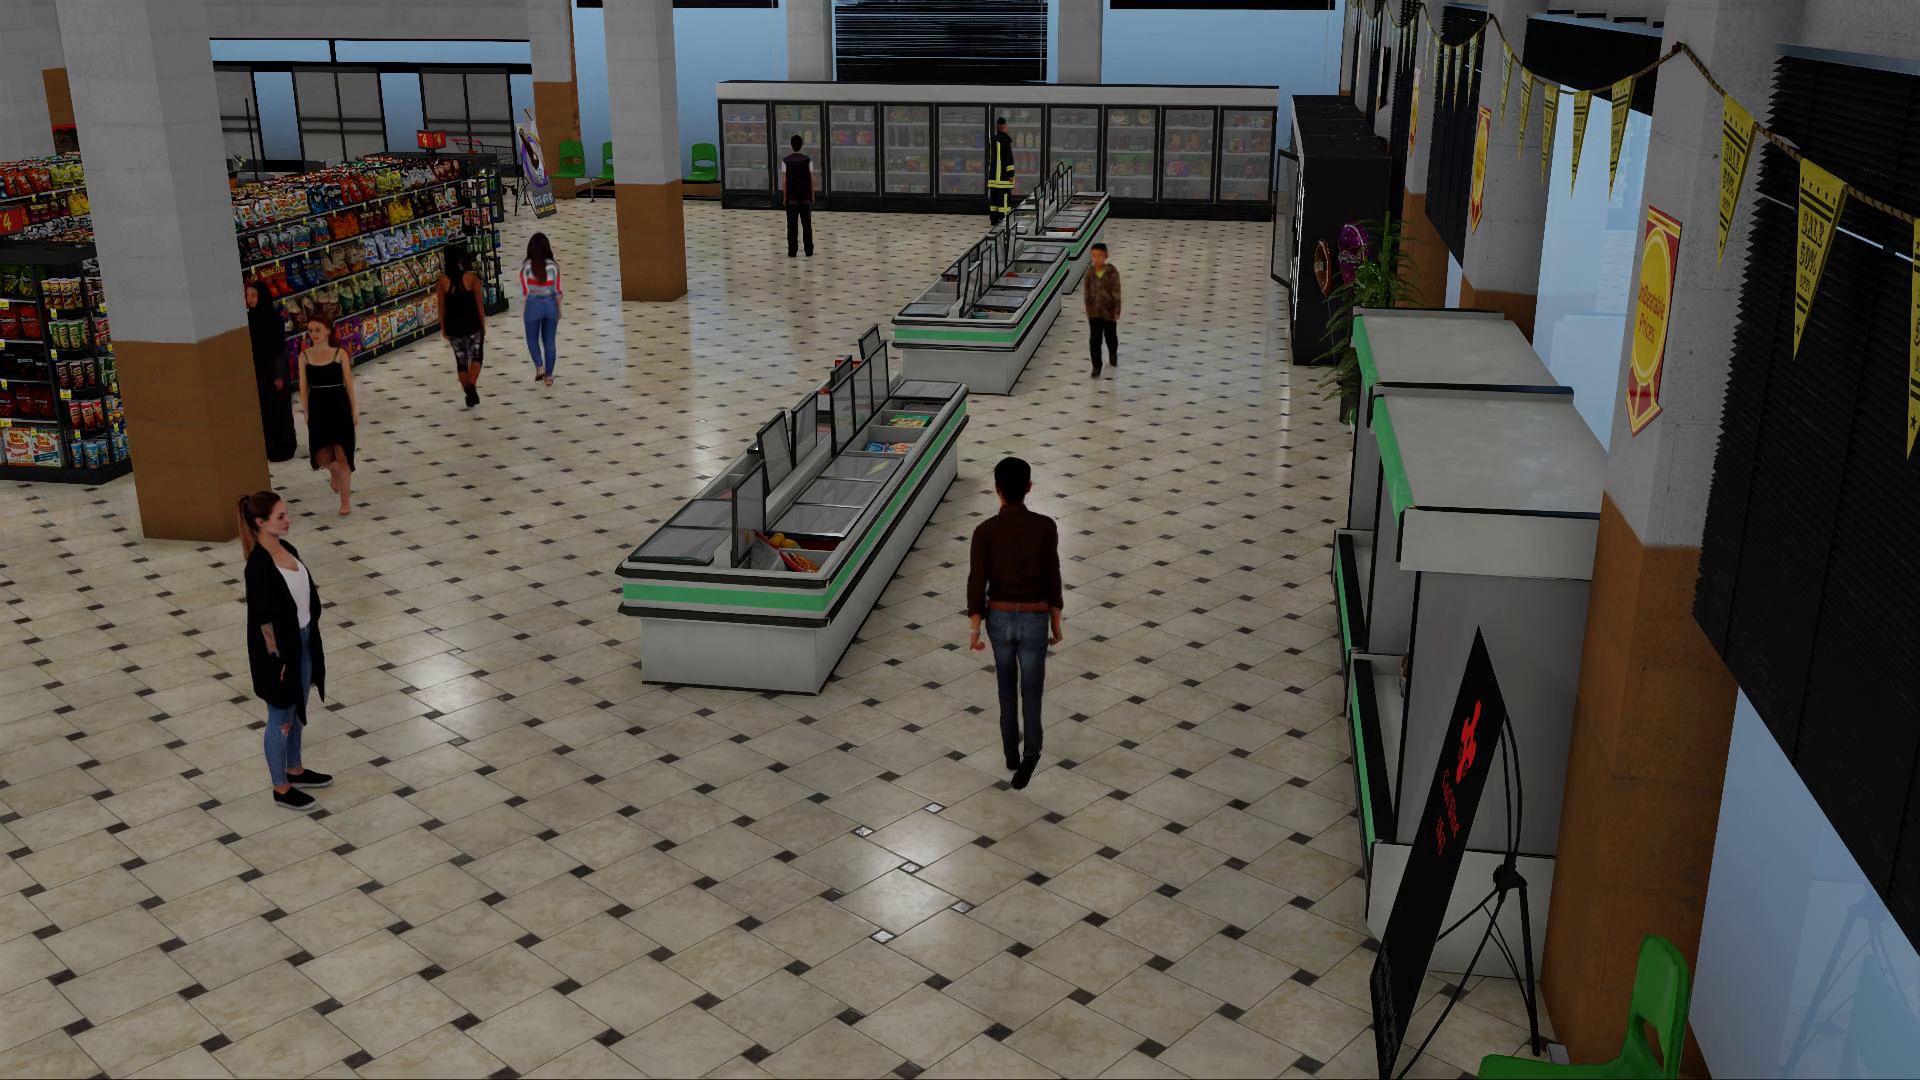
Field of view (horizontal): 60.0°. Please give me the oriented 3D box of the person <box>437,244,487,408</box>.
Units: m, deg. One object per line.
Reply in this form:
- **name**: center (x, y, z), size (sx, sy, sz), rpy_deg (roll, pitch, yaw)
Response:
- **person**: center (-4.937, -2.108, 16.508), size (0.735, 1.652, 0.868), rpy_deg (-3, 19, -8)

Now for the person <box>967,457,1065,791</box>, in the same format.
- **person**: center (0.313, 0.488, 8.671), size (0.799, 1.741, 1.076), rpy_deg (-1, 19, -3)

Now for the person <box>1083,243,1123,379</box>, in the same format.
- **person**: center (1.546, -2.489, 17.973), size (0.576, 1.439, 0.791), rpy_deg (3, 19, 10)

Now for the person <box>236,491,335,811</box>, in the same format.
- **person**: center (-3.496, 0.554, 8.563), size (0.721, 1.684, 0.543), rpy_deg (0, 19, 1)

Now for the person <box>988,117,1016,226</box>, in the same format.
- **person**: center (0.719, -6.391, 28.876), size (0.943, 1.866, 0.874), rpy_deg (-12, 22, -31)

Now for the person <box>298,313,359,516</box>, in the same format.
- **person**: center (-5.055, -1.036, 13.395), size (0.769, 1.610, 0.932), rpy_deg (-5, 19, -13)

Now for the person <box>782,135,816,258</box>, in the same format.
- **person**: center (-2.495, -5.317, 25.717), size (0.727, 1.849, 0.702), rpy_deg (-4, 19, -11)

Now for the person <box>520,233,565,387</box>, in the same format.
- **person**: center (-4.383, -2.401, 17.450), size (0.716, 1.605, 0.740), rpy_deg (-6, 20, -17)

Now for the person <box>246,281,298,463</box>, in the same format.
- **person**: center (-6.104, -1.517, 14.823), size (0.669, 1.608, 0.800), rpy_deg (7, 20, 20)
